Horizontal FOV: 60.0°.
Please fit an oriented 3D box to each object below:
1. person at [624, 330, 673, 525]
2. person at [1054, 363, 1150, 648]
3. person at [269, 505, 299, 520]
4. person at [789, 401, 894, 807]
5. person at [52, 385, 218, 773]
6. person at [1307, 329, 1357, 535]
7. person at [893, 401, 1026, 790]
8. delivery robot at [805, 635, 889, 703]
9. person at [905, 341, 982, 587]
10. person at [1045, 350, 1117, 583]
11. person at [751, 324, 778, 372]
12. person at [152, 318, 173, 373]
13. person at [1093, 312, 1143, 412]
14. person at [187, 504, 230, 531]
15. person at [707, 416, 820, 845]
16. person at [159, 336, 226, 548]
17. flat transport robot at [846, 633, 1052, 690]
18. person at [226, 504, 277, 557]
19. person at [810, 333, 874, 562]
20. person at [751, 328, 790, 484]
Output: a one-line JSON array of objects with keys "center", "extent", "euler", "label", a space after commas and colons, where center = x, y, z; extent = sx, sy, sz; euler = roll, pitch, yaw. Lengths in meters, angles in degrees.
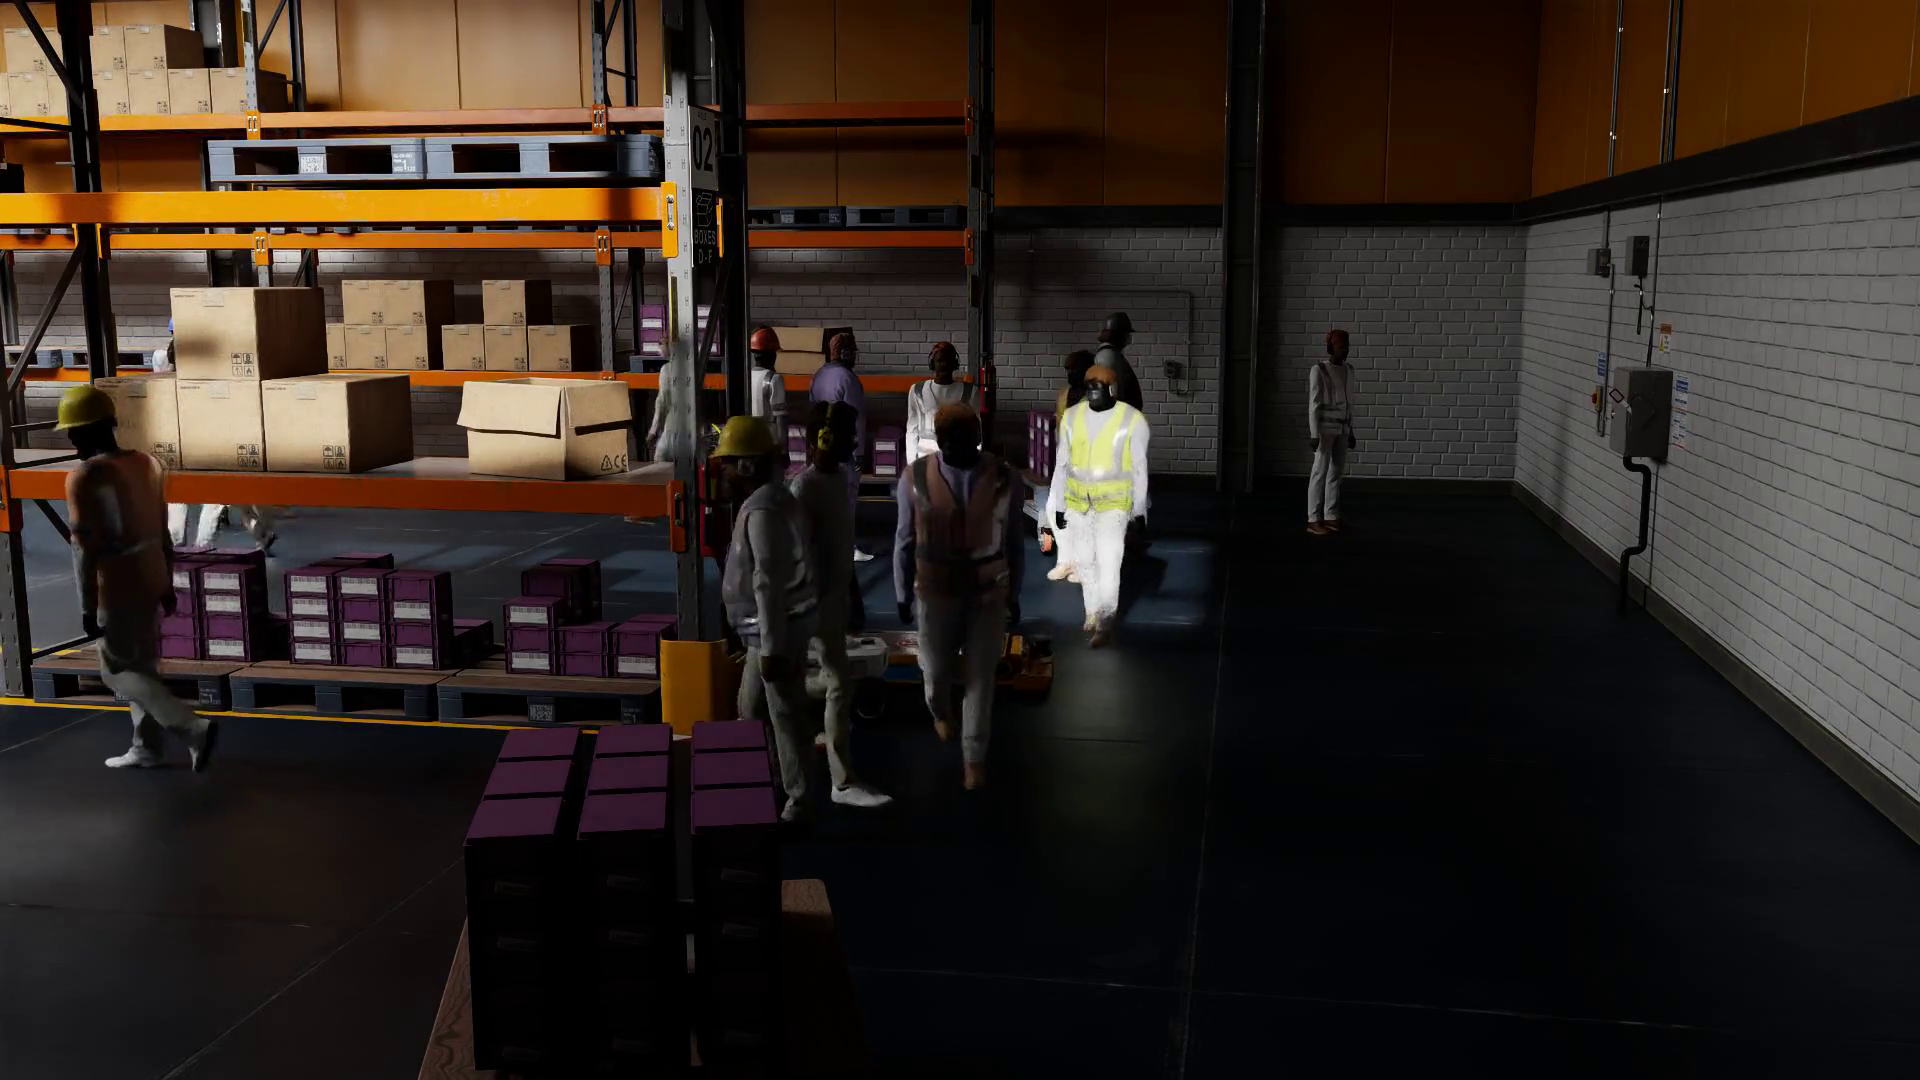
[{"center": [-2.644, -1.041, 15.654], "extent": [1.054, 1.893, 0.634], "euler": [0, 9, 2], "label": "person"}, {"center": [0.922, -0.238, 10.904], "extent": [0.639, 1.855, 0.606], "euler": [5, 10, 27], "label": "person"}, {"center": [-6.680, -1.162, 16.088], "extent": [0.533, 1.970, 0.603], "euler": [8, 12, 41], "label": "person"}, {"center": [-0.678, 0.281, 7.586], "extent": [0.765, 1.845, 0.521], "euler": [3, 9, 15], "label": "person"}, {"center": [-3.838, 0.215, 7.812], "extent": [0.674, 1.895, 0.621], "euler": [2, 9, 12], "label": "person"}, {"center": [3.436, -0.995, 15.343], "extent": [0.585, 1.882, 0.337], "euler": [-7, 12, -37], "label": "person"}, {"center": [-0.002, 0.233, 7.958], "extent": [0.629, 1.818, 0.691], "euler": [0, 9, -2], "label": "person"}, {"center": [-0.749, 0.660, 8.898], "extent": [0.707, 0.478, 0.477], "euler": [-2, 9, -11], "label": "delivery robot"}, {"center": [-0.130, -0.569, 12.694], "extent": [0.584, 1.884, 0.348], "euler": [1, 9, 8], "label": "person"}, {"center": [0.921, -0.547, 12.798], "extent": [0.536, 1.811, 0.659], "euler": [-7, 11, -37], "label": "person"}, {"center": [-1.816, -0.995, 15.178], "extent": [0.356, 1.937, 0.635], "euler": [-4, 10, -25], "label": "person"}, {"center": [-8.367, -1.450, 17.974], "extent": [0.608, 1.943, 0.402], "euler": [-5, 10, -26], "label": "person"}, {"center": [1.521, -1.232, 16.329], "extent": [0.535, 2.000, 0.695], "euler": [0, 9, -1], "label": "person"}, {"center": [-7.084, -1.000, 15.532], "extent": [0.403, 1.831, 0.595], "euler": [0, 9, 1], "label": "person"}, {"center": [-0.829, 0.380, 7.063], "extent": [0.471, 1.811, 0.599], "euler": [-1, 9, -5], "label": "person"}, {"center": [-6.054, -0.650, 13.055], "extent": [0.501, 1.928, 0.678], "euler": [6, 11, 32], "label": "person"}, {"center": [-0.173, 0.700, 9.814], "extent": [1.431, 0.197, 0.652], "euler": [1, 9, 3], "label": "flat transport robot"}, {"center": [-5.950, -0.634, 13.920], "extent": [0.381, 1.622, 0.539], "euler": [3, 10, 16], "label": "person"}, {"center": [-0.974, -0.773, 13.899], "extent": [0.403, 1.906, 0.652], "euler": [-7, 11, -37], "label": "person"}, {"center": [-1.631, -0.799, 13.959], "extent": [0.545, 1.938, 0.362], "euler": [6, 11, 35], "label": "person"}]
